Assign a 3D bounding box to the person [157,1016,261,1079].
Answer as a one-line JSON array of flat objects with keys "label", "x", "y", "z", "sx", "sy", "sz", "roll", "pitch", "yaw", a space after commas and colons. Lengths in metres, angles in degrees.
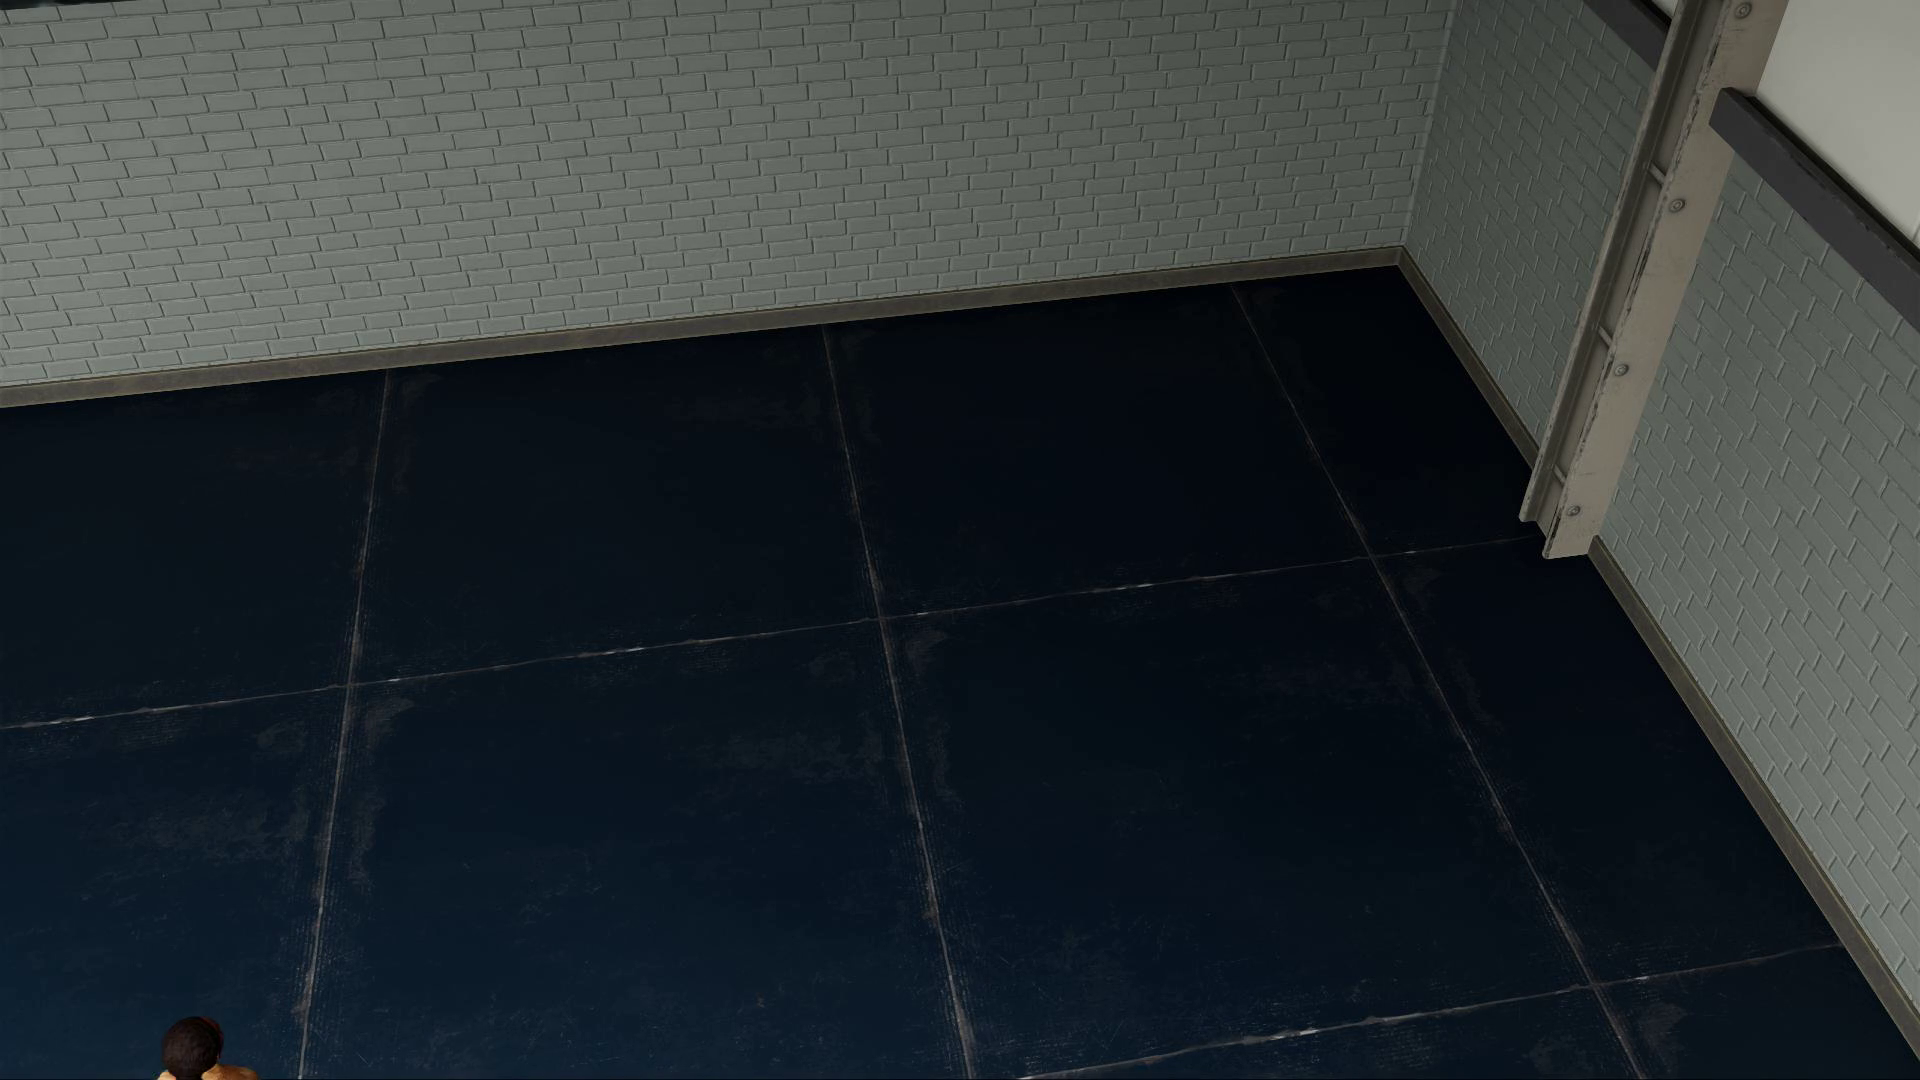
[{"label": "person", "x": -2.770, "y": 2.405, "z": 6.380, "sx": 0.735, "sy": 1.652, "sz": 0.816, "roll": 9, "pitch": 44, "yaw": 9}]
